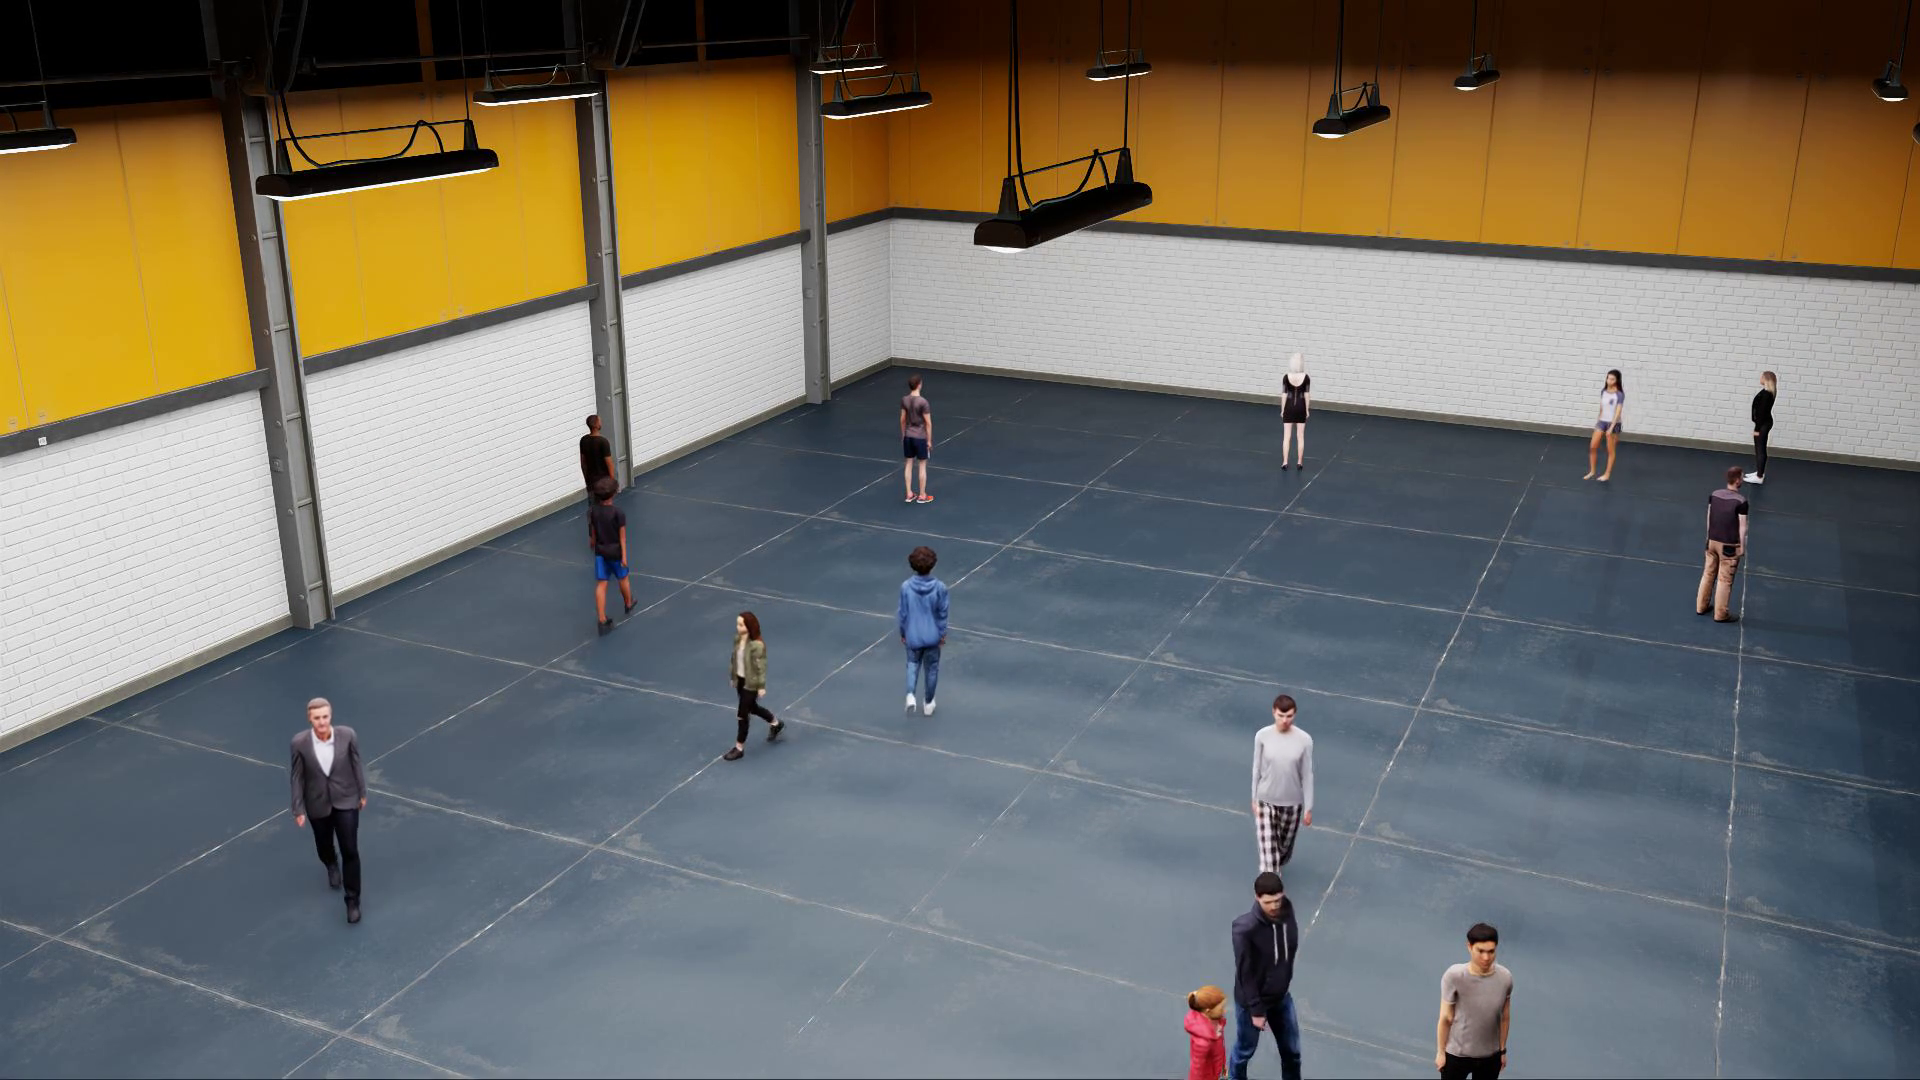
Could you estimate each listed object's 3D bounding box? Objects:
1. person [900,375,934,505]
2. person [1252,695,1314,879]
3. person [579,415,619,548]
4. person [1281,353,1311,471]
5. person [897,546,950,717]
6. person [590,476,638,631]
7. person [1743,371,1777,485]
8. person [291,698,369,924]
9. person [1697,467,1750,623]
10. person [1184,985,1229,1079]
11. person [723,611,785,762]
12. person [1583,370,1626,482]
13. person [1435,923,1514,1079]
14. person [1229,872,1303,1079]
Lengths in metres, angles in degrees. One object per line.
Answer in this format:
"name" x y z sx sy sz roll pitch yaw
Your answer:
"person" -0.640 -1.450 23.858 0.664 1.853 0.574 11 21 29
"person" 2.588 2.086 13.435 0.848 1.803 1.228 3 19 9
"person" -4.773 -0.775 21.927 0.640 1.805 0.514 9 21 25
"person" 5.122 -1.965 25.423 0.636 1.830 0.602 2 19 7
"person" -0.373 0.965 16.775 0.782 1.796 0.861 3 19 9
"person" -4.075 0.188 19.154 0.809 1.751 1.194 4 19 12
"person" 12.002 -1.689 24.834 0.678 1.683 0.503 11 21 29
"person" -5.078 2.098 13.404 1.231 1.800 1.273 -7 20 -21
"person" 8.941 0.030 19.485 0.817 1.839 0.778 -8 20 -23
"person" 1.469 3.358 10.460 0.645 1.292 0.843 5 19 14
"person" -1.990 1.379 16.088 1.075 1.450 0.844 -16 24 -39
"person" 9.759 -1.711 24.846 0.799 1.716 0.734 -12 22 -32
"person" 3.199 3.155 10.387 0.685 1.723 0.677 -1 19 -2
"person" 1.902 2.933 10.837 1.004 1.856 1.032 -11 21 -29
